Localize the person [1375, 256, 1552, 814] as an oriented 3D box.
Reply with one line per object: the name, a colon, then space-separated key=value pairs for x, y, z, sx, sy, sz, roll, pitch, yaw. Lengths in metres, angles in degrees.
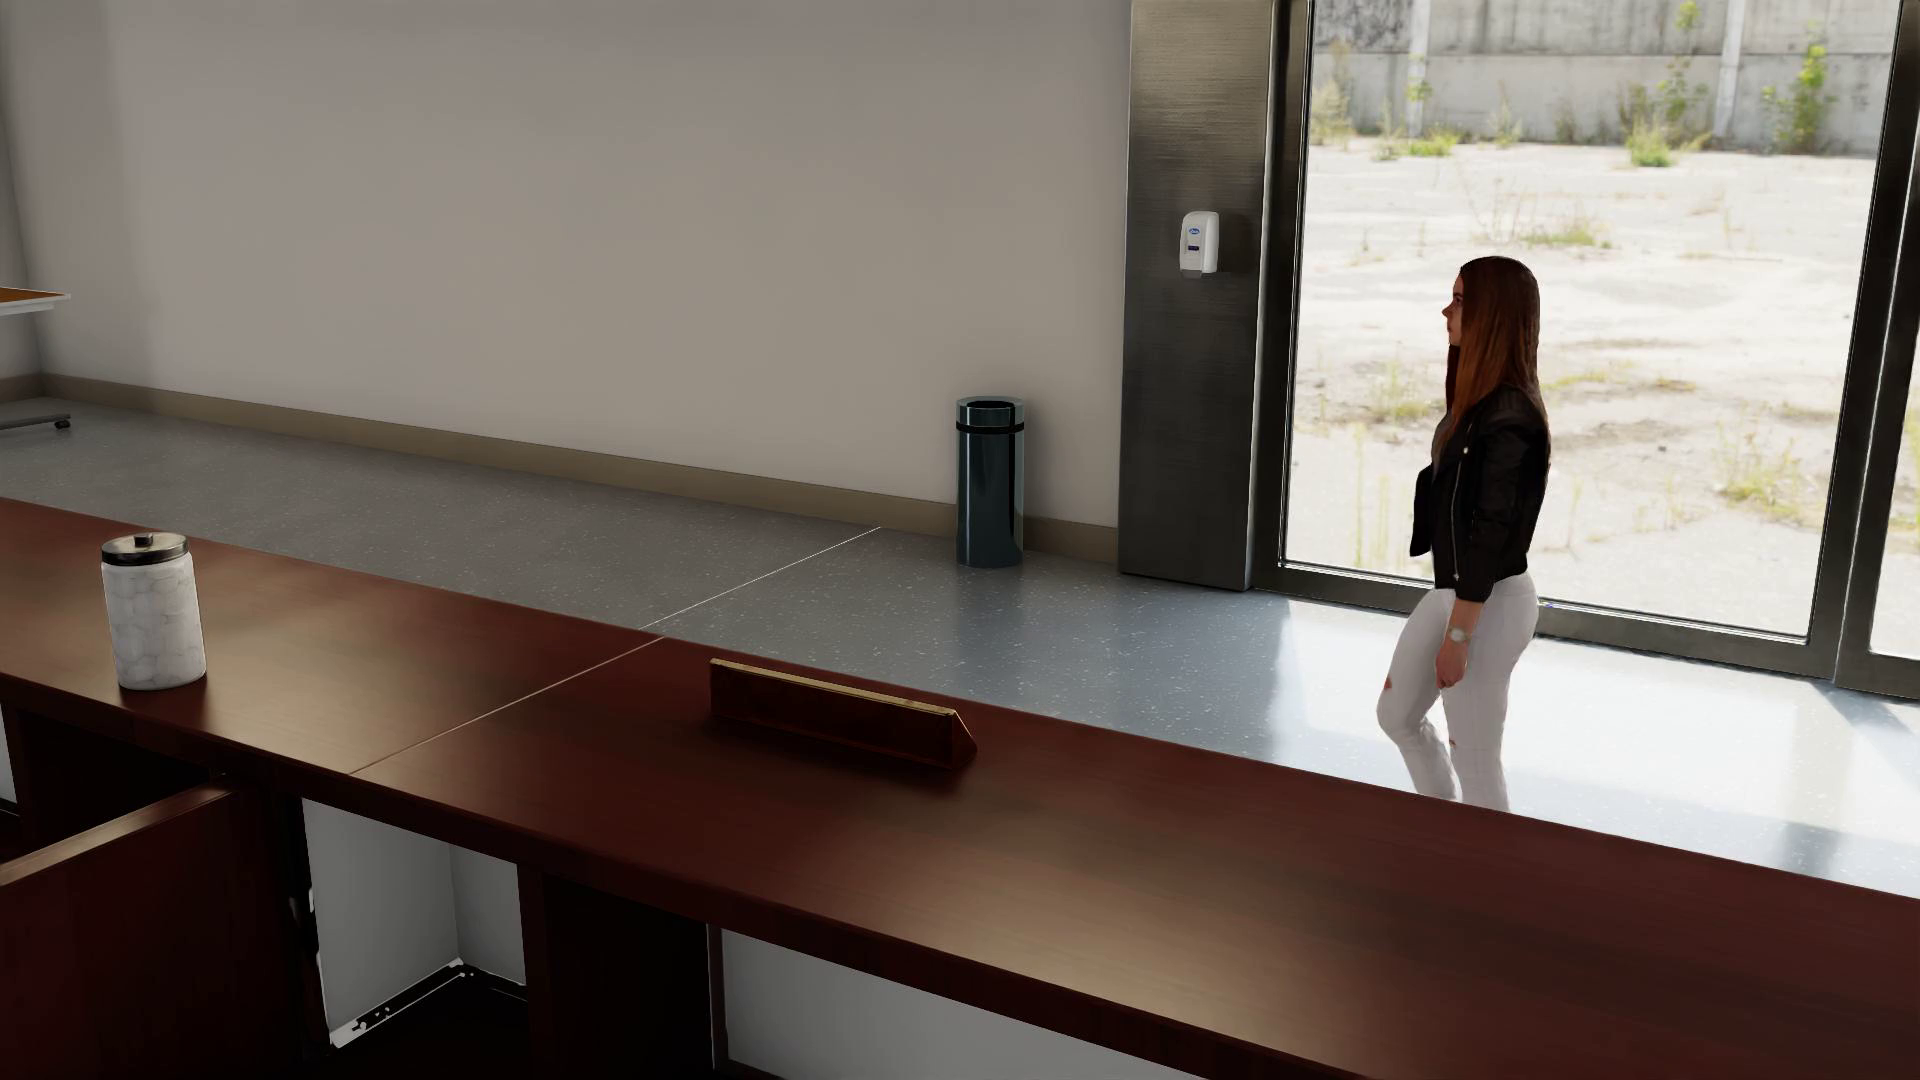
person: x=1.321 y=0.173 z=4.008 sx=0.752 sy=1.696 sz=0.622 roll=3 pitch=16 yaw=10
